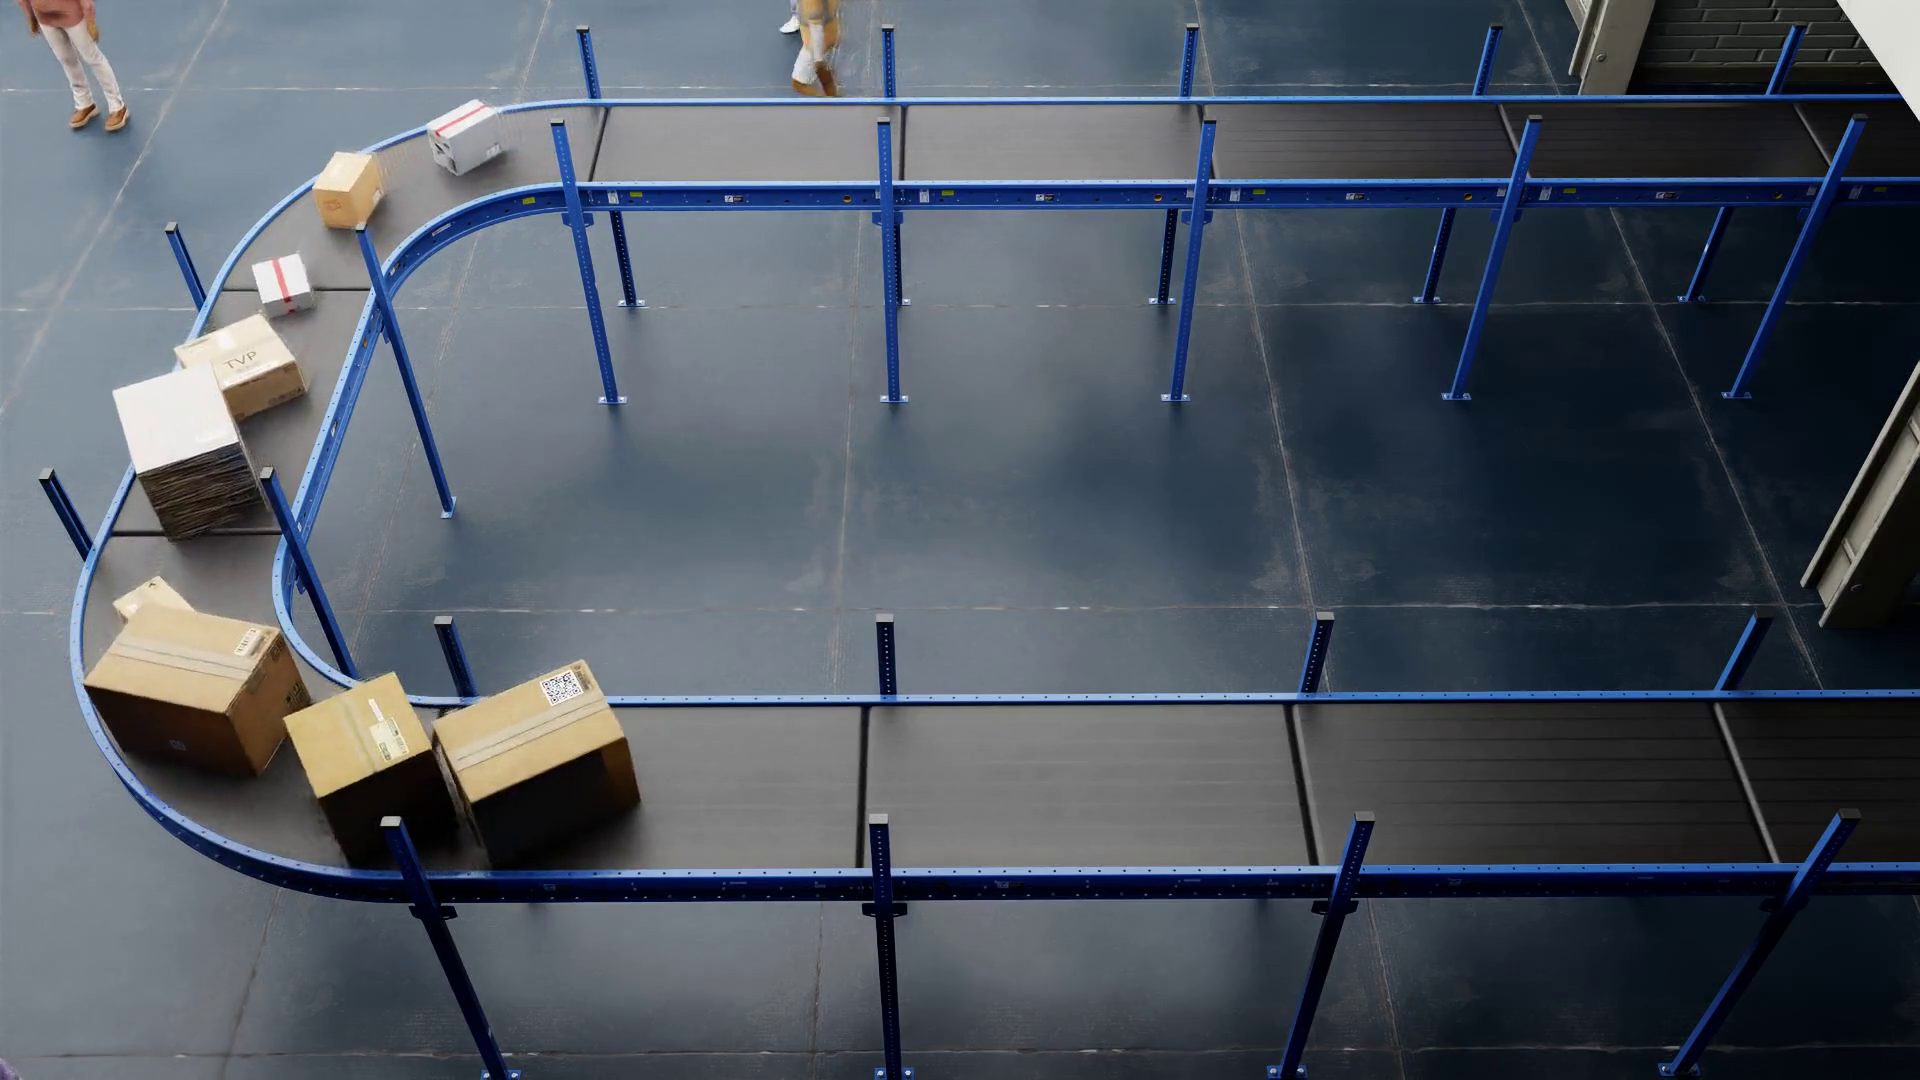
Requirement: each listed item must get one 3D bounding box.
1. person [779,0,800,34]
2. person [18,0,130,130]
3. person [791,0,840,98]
[{"bbox_3d":[-1.504,-5.366,15.012,0.655,1.866,0.663,-24,52,-21],"label":"person"},{"bbox_3d":[-7.276,-4.231,13.866,0.622,1.990,0.401,7,47,7],"label":"person"},{"bbox_3d":[-1.162,-4.022,13.717,0.411,1.923,0.547,7,47,7],"label":"person"}]
